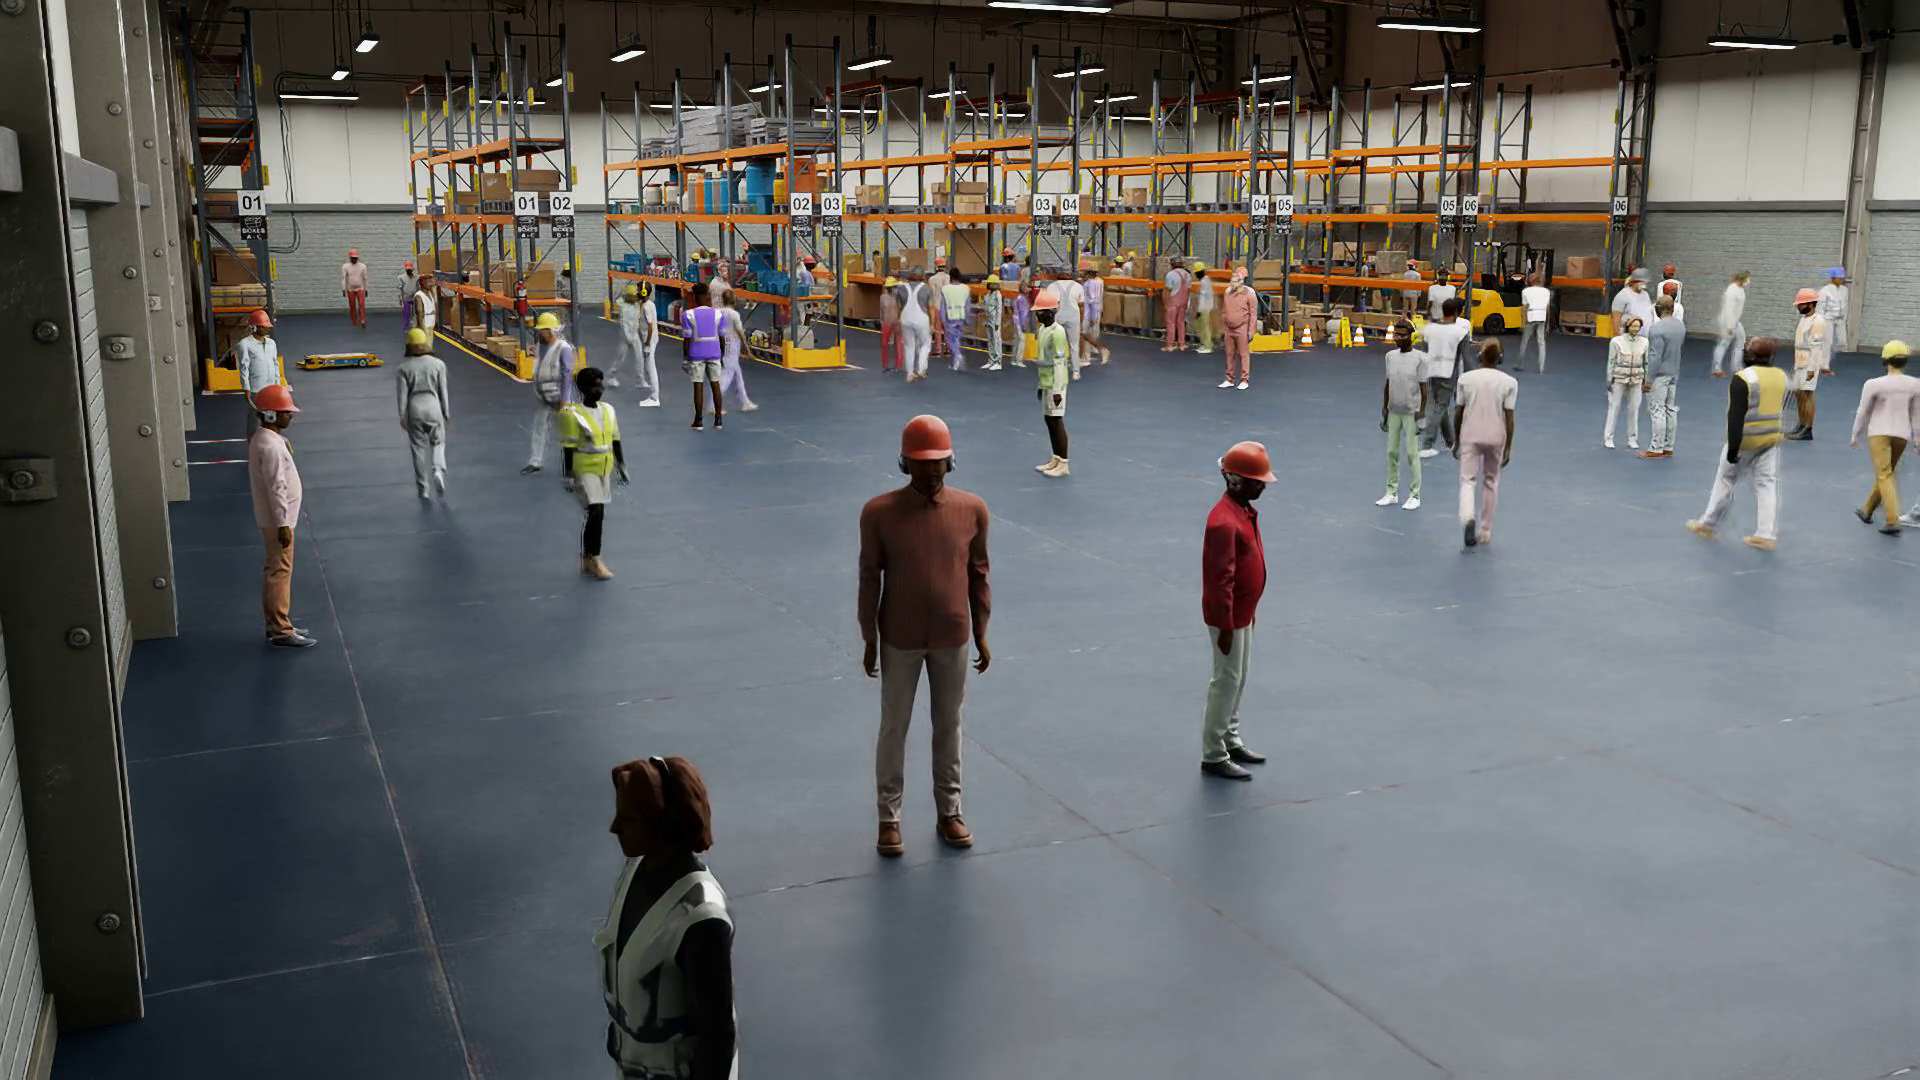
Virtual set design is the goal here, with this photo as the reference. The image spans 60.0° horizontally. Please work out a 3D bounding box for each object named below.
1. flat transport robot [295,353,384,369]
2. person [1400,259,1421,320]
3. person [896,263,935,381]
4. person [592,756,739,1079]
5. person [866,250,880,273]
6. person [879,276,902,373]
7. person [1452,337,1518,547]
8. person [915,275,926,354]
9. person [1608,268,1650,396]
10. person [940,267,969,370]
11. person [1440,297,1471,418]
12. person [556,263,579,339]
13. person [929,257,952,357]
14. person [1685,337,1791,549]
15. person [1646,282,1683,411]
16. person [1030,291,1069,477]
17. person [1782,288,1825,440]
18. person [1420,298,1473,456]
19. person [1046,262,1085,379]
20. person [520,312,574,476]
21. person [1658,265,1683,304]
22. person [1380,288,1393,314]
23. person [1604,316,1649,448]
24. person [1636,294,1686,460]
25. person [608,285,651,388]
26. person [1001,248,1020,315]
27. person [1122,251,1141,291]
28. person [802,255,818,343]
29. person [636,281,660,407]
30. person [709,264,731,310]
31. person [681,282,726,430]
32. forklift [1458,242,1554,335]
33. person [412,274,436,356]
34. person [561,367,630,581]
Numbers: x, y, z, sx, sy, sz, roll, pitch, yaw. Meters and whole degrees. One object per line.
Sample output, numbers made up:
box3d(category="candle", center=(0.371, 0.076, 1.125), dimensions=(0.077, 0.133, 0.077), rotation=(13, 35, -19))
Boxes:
box3d(category="flat transport robot", center=(-11.622, -3.367, 31.155), dimensions=(1.431, 0.197, 0.652), rotation=(-9, 14, -38))
box3d(category="person", center=(11.060, -6.003, 40.792), dimensions=(0.559, 1.744, 0.333), rotation=(9, 15, 40))
box3d(category="person", center=(-0.744, -3.748, 28.578), dimensions=(0.711, 2.000, 0.541), rotation=(4, 12, 18))
box3d(category="person", center=(-0.681, 1.298, 3.956), dimensions=(0.307, 1.640, 0.520), rotation=(-7, 13, -32))
box3d(category="person", center=(-2.446, -7.285, 47.100), dimensions=(0.591, 1.821, 0.912), rotation=(0, 11, -1))
box3d(category="person", center=(-1.245, -3.851, 29.849), dimensions=(0.522, 1.740, 0.610), rotation=(4, 12, 21))
box3d(category="person", center=(4.500, -0.829, 14.316), dimensions=(0.519, 1.825, 0.714), rotation=(3, 12, 17))
box3d(category="person", center=(-0.811, -4.640, 34.136), dimensions=(0.306, 1.639, 0.523), rotation=(3, 12, 16))
box3d(category="person", center=(10.550, -3.256, 26.079), dimensions=(0.706, 2.000, 0.537), rotation=(-6, 12, -27))
box3d(category="person", center=(-0.091, -4.052, 30.492), dimensions=(0.592, 1.901, 0.595), rotation=(-5, 12, -25))
box3d(category="person", center=(6.967, -2.572, 23.476), dimensions=(0.532, 1.697, 0.319), rotation=(11, 15, 43))
box3d(category="person", center=(-8.975, -5.468, 38.079), dimensions=(0.492, 1.742, 0.318), rotation=(-5, 12, -22))
box3d(category="person", center=(-0.387, -4.654, 33.298), dimensions=(0.610, 1.996, 0.379), rotation=(-8, 14, -35))
box3d(category="person", center=(6.806, -0.859, 14.484), dimensions=(0.662, 1.804, 0.885), rotation=(-4, 12, -20))
box3d(category="person", center=(10.264, -2.808, 24.206), dimensions=(0.357, 1.883, 0.573), rotation=(-6, 13, -28))
box3d(category="person", center=(0.974, -1.700, 18.227), dimensions=(0.445, 2.030, 0.624), rotation=(-2, 11, -12))
box3d(category="person", center=(10.750, -2.233, 21.192), dimensions=(0.388, 1.924, 0.549), rotation=(1, 11, 6))
box3d(category="person", center=(5.813, -1.943, 19.863), dimensions=(1.028, 1.857, 0.600), rotation=(-11, 15, -43))
box3d(category="person", center=(1.828, -3.805, 28.868), dimensions=(0.679, 2.000, 0.537), rotation=(1, 11, 6))
box3d(category="person", center=(-4.498, -1.636, 18.497), dimensions=(0.607, 1.792, 0.915), rotation=(8, 13, 34))
box3d(category="person", center=(13.583, -4.338, 31.979), dimensions=(0.574, 1.883, 0.355), rotation=(-5, 12, -24))
box3d(category="person", center=(10.699, -6.204, 41.804), dimensions=(0.339, 1.747, 0.563), rotation=(-1, 11, -7))
box3d(category="person", center=(8.193, -1.932, 20.404), dimensions=(0.521, 1.632, 0.313), rotation=(1, 11, 6))
box3d(category="person", center=(8.210, -1.899, 19.447), dimensions=(0.634, 1.935, 0.350), rotation=(-9, 14, -38))
box3d(category="person", center=(-5.528, -3.379, 27.563), dimensions=(0.819, 1.703, 0.476), rotation=(7, 13, 32))
box3d(category="person", center=(1.145, -5.885, 39.429), dimensions=(0.389, 2.045, 0.606), rotation=(9, 14, 38))
box3d(category="person", center=(4.854, -7.247, 47.031), dimensions=(0.626, 1.801, 0.848), rotation=(-3, 12, -15))
box3d(category="person", center=(-3.351, -5.367, 37.057), dimensions=(0.347, 1.942, 0.548), rotation=(-1, 11, -4))
box3d(category="person", center=(-4.667, -2.925, 24.829), dimensions=(0.335, 1.873, 0.519), rotation=(-1, 11, -6))
box3d(category="person", center=(-4.549, -4.332, 31.888), dimensions=(0.399, 1.909, 0.642), rotation=(3, 11, 14))
box3d(category="person", center=(-3.410, -2.447, 22.165), dimensions=(0.603, 1.962, 0.367), rotation=(-5, 12, -24))
box3d(category="forklift", center=(13.047, -6.049, 39.881), dimensions=(2.313, 2.155, 1.214), rotation=(-5, 12, -23))
box3d(category="person", center=(-9.072, -3.574, 28.192), dimensions=(0.374, 1.843, 0.568), rotation=(0, 11, 0))
box3d(category="person", center=(-2.822, -0.517, 13.095), dimensions=(0.631, 1.677, 0.538), rotation=(7, 13, 30))
